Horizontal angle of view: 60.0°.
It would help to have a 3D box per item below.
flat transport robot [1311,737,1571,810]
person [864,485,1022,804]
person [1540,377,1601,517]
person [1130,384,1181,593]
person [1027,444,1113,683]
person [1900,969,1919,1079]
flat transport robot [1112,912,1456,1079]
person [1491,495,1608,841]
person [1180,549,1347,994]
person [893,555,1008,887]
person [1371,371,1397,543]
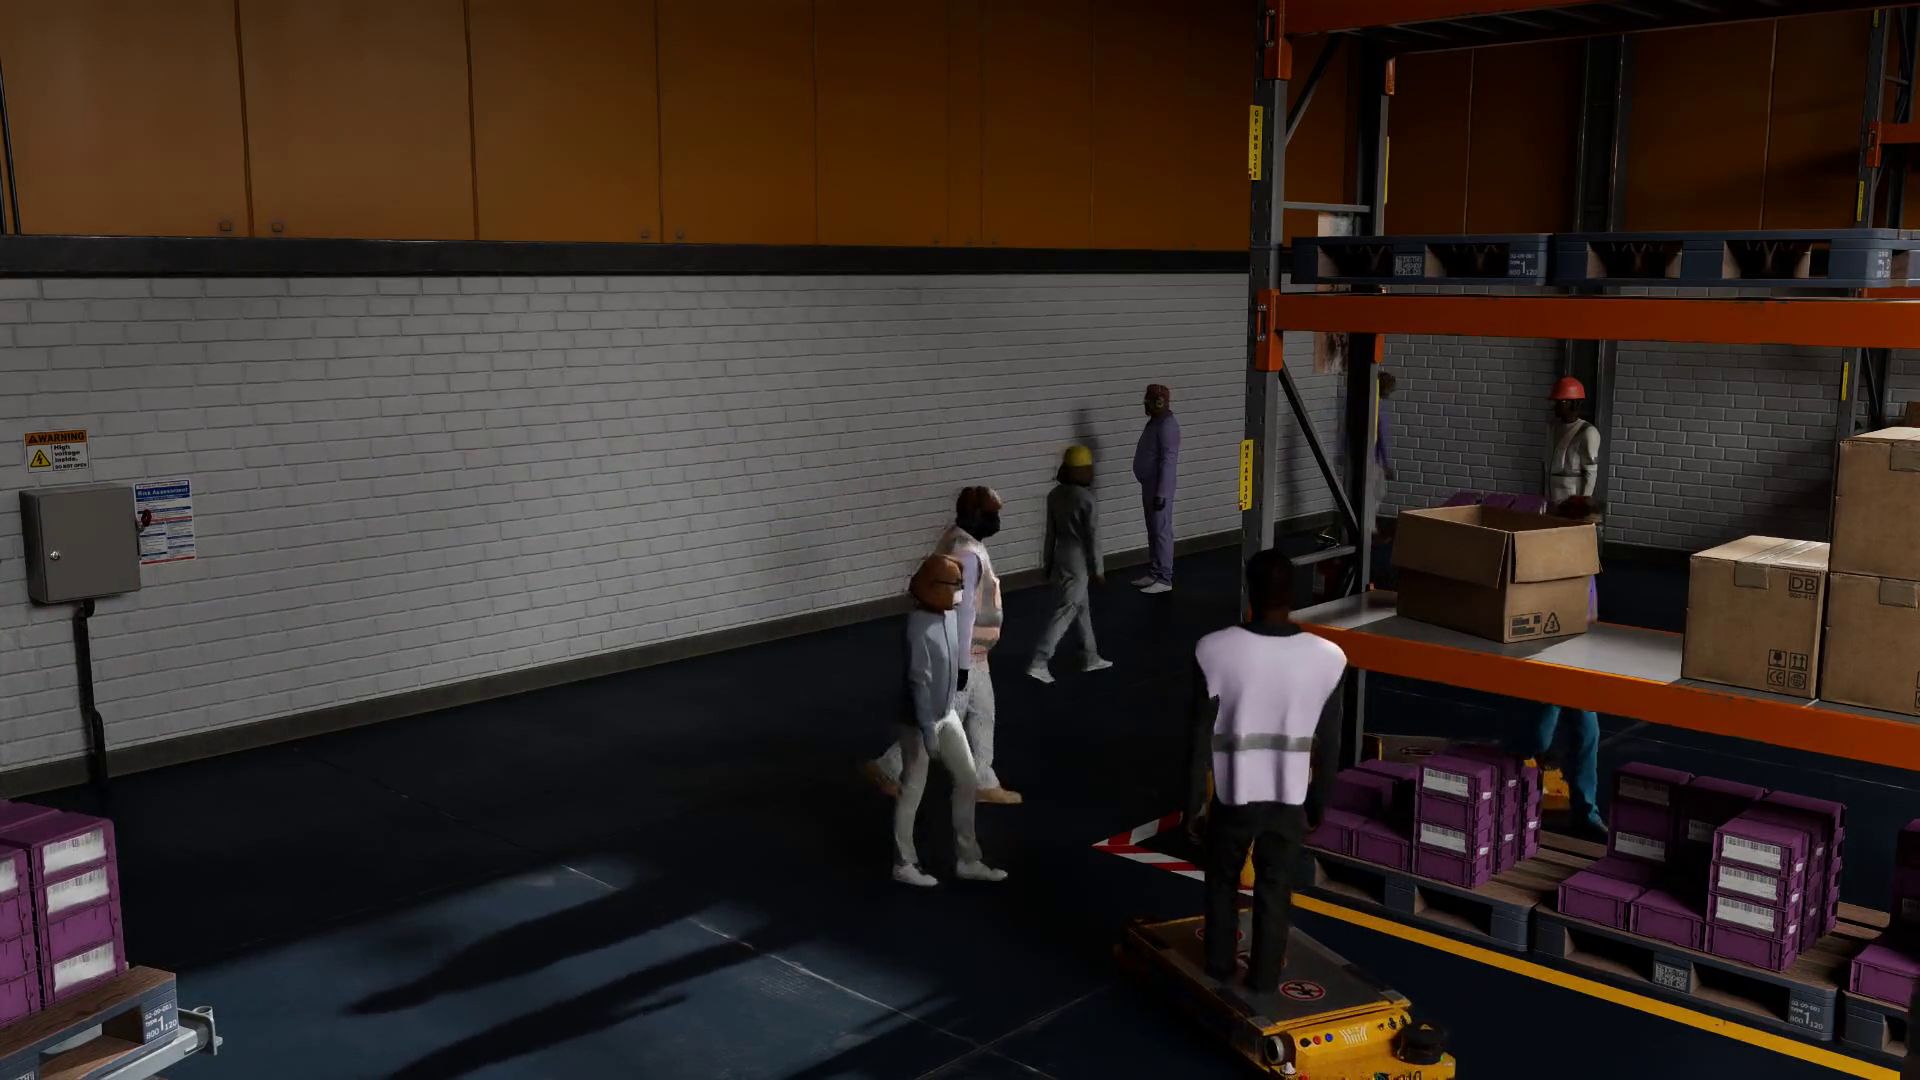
[{"bbox_3d":[2.672,1.291,9.407,1.431,0.197,0.652,2,9,11],"label":"flat transport robot"},{"bbox_3d":[-0.088,0.590,9.051,0.800,1.808,0.667,0,9,2],"label":"person"},{"bbox_3d":[5.096,-0.352,14.058,0.381,2.045,0.605,-3,10,-18],"label":"person"},{"bbox_3d":[1.783,-0.470,15.209,0.408,1.908,0.641,-1,9,-6],"label":"person"},{"bbox_3d":[0.785,0.163,11.944,0.873,1.705,0.494,-7,11,-36],"label":"person"},{"bbox_3d":[2.574,1.479,4.153,0.500,1.607,0.721,-9,13,-43],"label":"person"},{"bbox_3d":[1.213,1.765,6.505,0.652,0.197,1.431,-4,10,-22],"label":"flat transport robot"},{"bbox_3d":[3.043,0.645,8.665,0.851,1.815,0.557,7,11,36],"label":"person"},{"bbox_3d":[1.145,0.982,6.361,0.616,1.883,0.546,0,9,2],"label":"person"},{"bbox_3d":[-0.056,0.874,7.854,0.643,1.615,0.510,5,11,29],"label":"person"},{"bbox_3d":[4.367,-0.837,17.541,0.656,1.887,0.711,0,9,-2],"label":"person"}]
